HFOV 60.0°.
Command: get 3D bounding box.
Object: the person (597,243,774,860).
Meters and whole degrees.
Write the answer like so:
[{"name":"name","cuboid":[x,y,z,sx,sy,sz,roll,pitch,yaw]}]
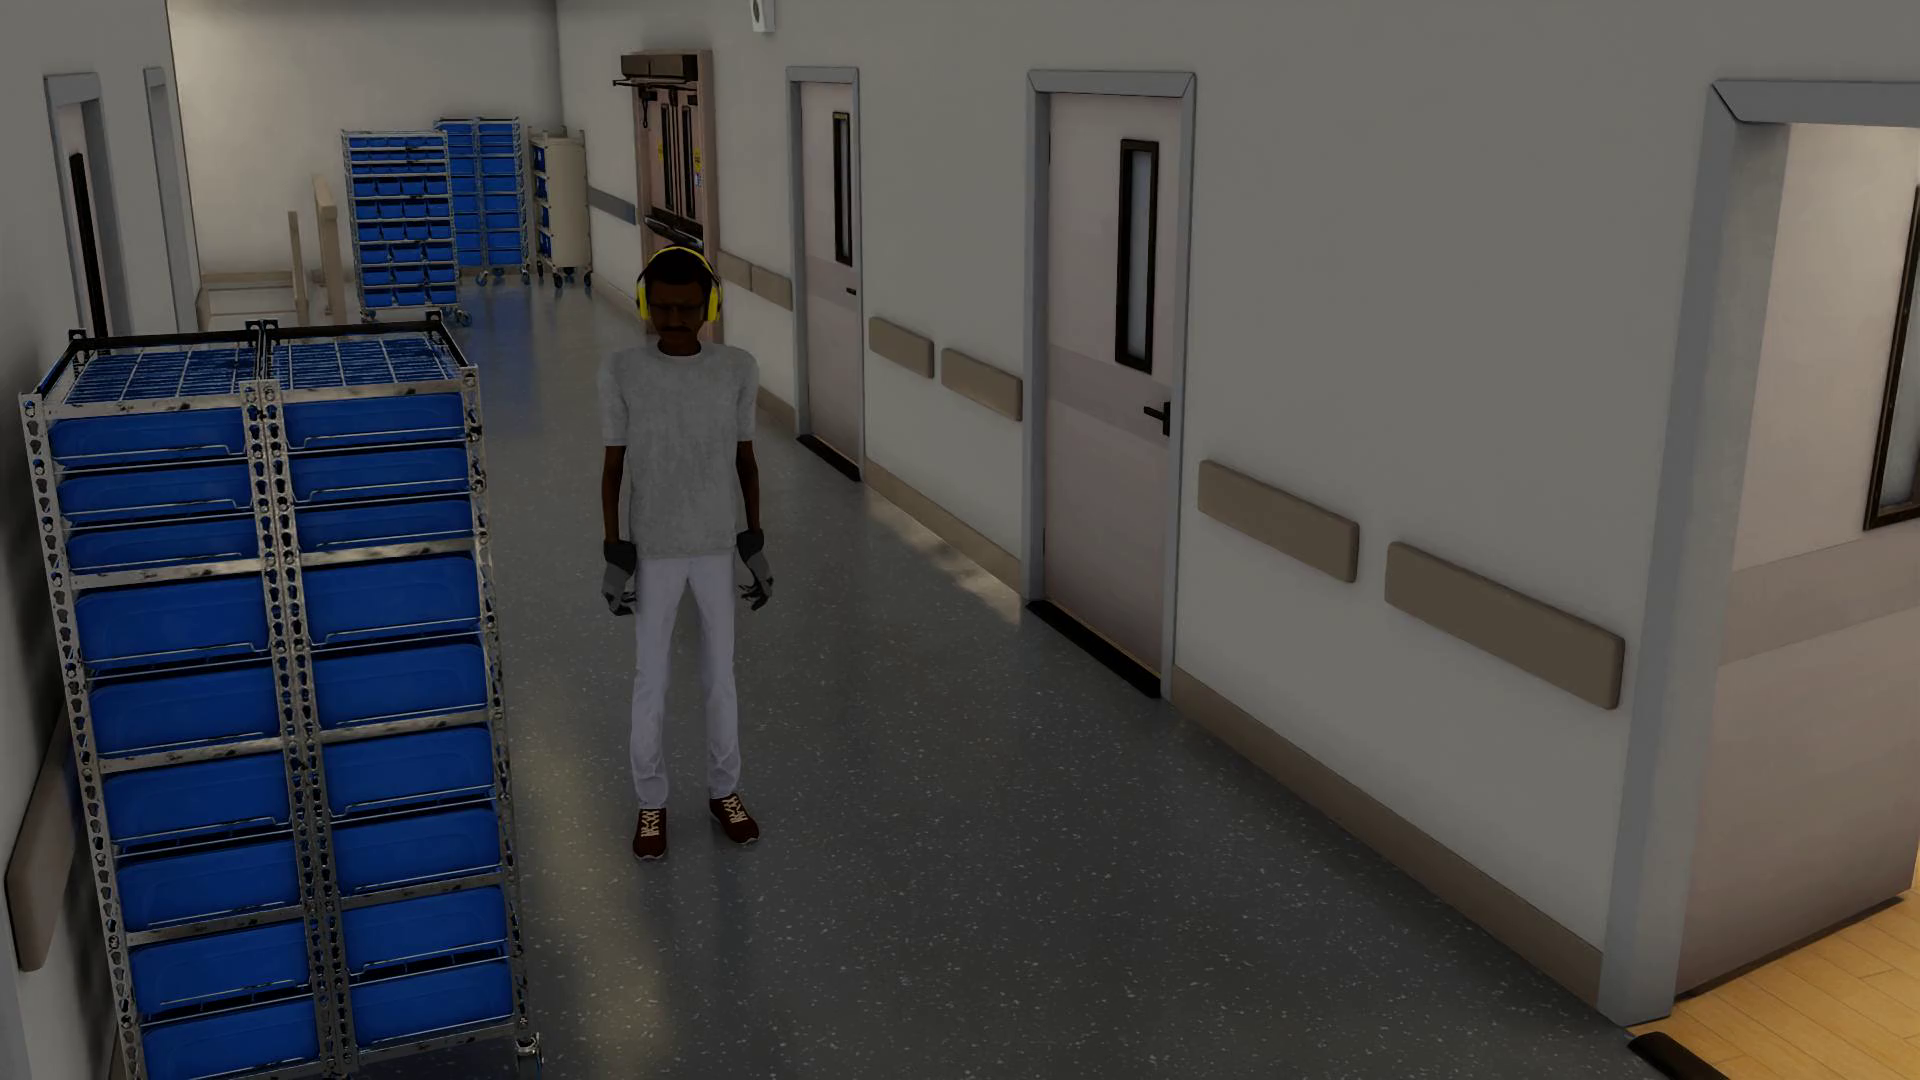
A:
[{"name":"person","cuboid":[-0.823,0.045,5.018,0.519,1.865,0.326,-6,17,-19]}]
